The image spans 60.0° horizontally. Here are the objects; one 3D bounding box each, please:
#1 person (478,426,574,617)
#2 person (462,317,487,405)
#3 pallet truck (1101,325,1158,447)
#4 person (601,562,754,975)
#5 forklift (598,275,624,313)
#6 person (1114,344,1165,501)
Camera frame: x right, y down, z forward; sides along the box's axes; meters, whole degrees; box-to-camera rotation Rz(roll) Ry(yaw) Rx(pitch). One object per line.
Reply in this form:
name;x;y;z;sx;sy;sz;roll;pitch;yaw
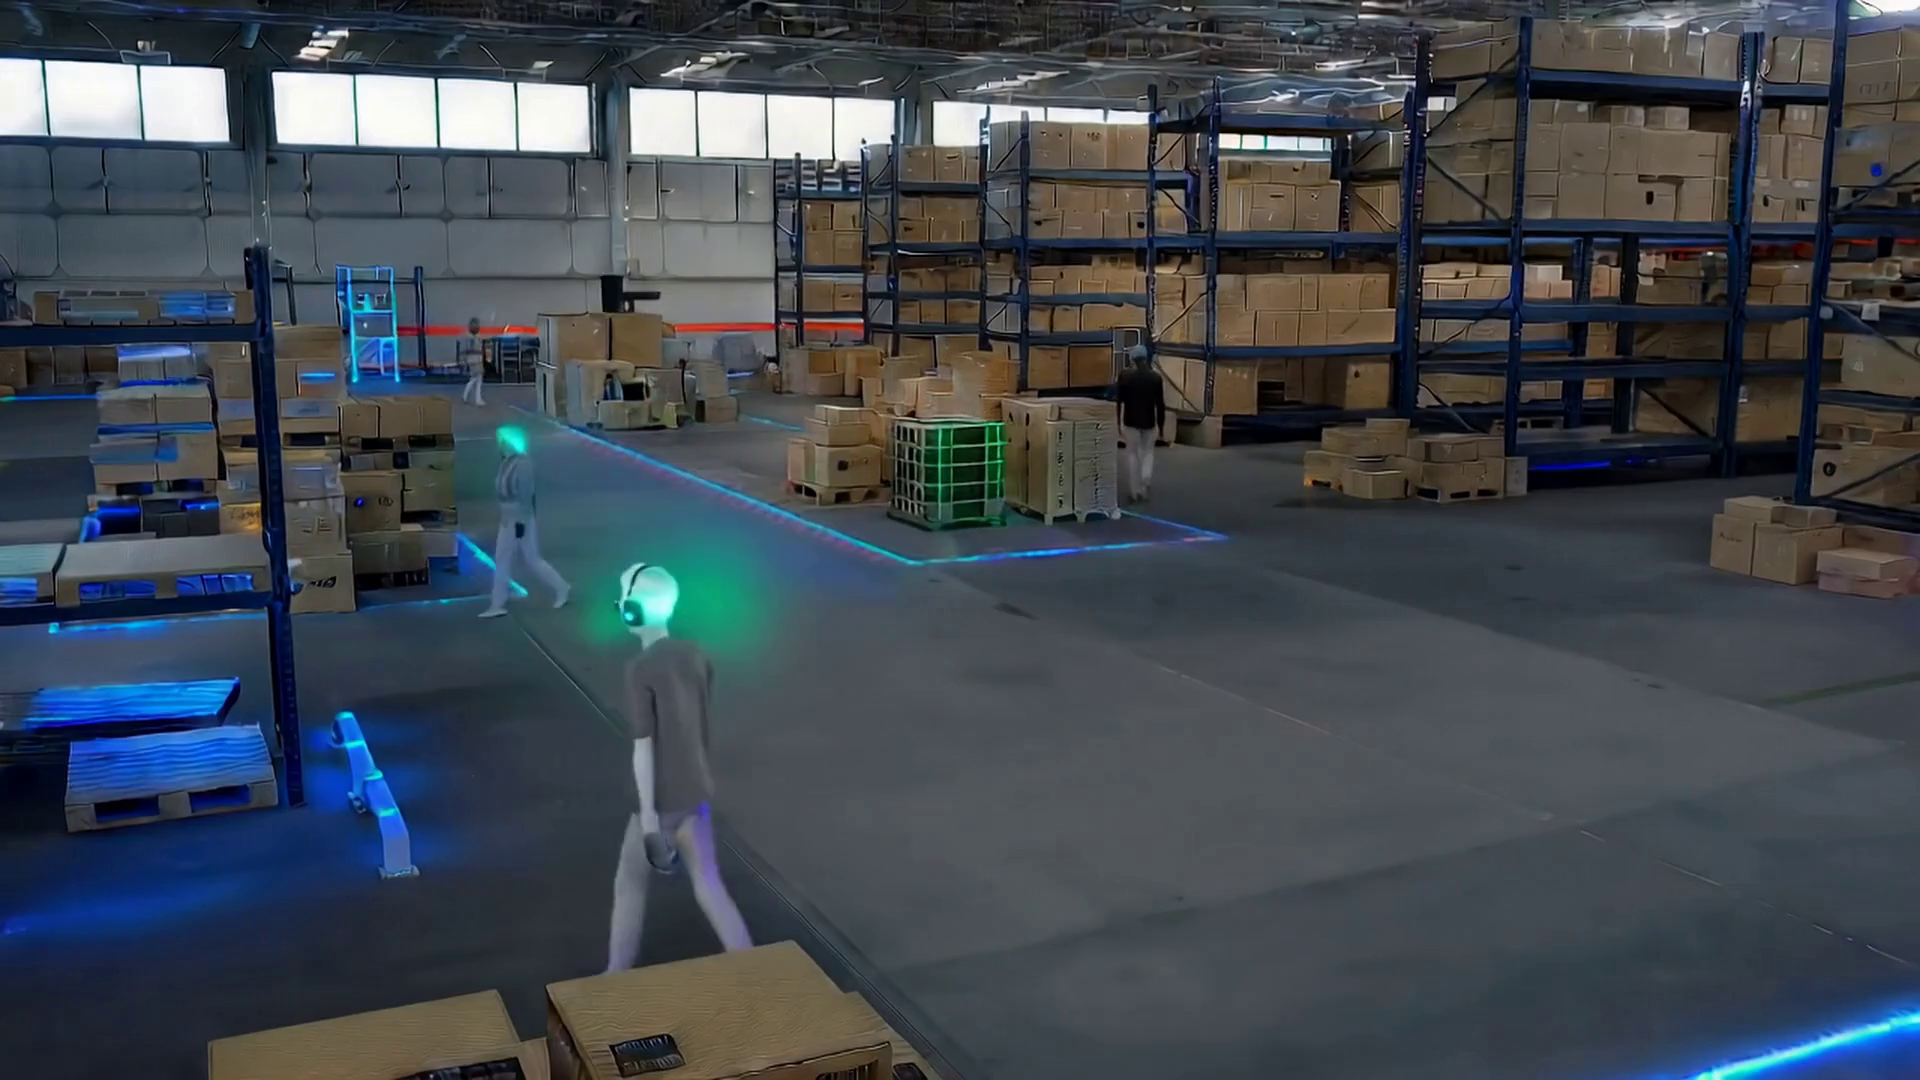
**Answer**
person;-3.672;-0.162;14.018;0.763;1.610;0.522;-7;12;-37
person;-10.574;-3.885;36.154;0.475;1.922;0.578;5;10;29
pallet truck;2.881;-2.596;27.923;0.823;1.965;1.885;-1;9;-7
person;-1.077;0.988;6.268;0.987;1.832;0.511;6;11;35
forklift;-8.009;-4.716;38.346;1.873;2.768;1.129;-4;10;-25
person;2.267;-1.496;21.153;0.653;1.973;0.627;1;9;3
